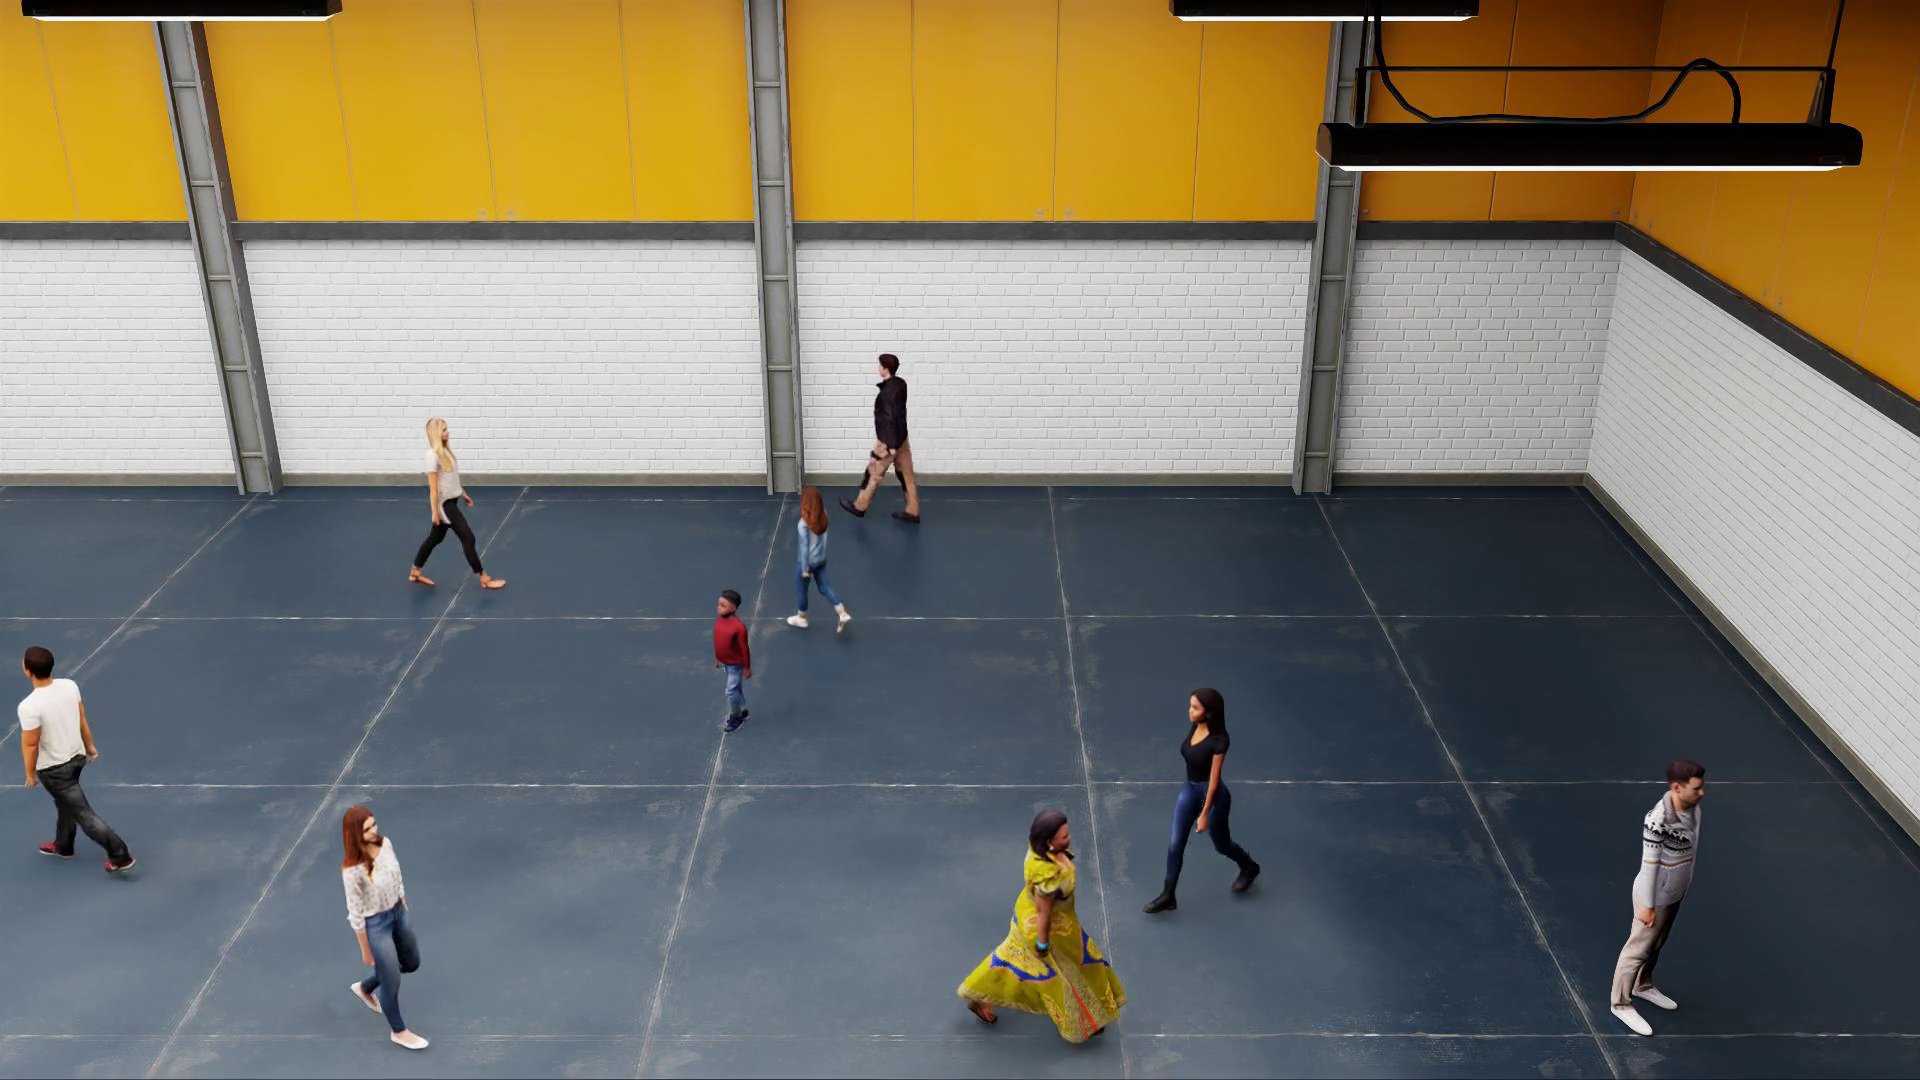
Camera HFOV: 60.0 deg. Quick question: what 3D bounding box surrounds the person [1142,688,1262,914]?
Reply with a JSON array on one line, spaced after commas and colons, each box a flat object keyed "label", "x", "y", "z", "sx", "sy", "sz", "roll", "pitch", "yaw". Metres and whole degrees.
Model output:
[{"label": "person", "x": 1.766, "y": 1.802, "z": 11.445, "sx": 1.206, "sy": 1.701, "sz": 0.925, "roll": -12, "pitch": 26, "yaw": -26}]

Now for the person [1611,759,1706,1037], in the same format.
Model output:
[{"label": "person", "x": 4.376, "y": 2.172, "z": 10.399, "sx": 0.813, "sy": 1.862, "sz": 0.756, "roll": 21, "pitch": 31, "yaw": 40}]

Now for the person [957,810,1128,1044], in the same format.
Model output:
[{"label": "person", "x": 0.434, "y": 2.374, "z": 10.234, "sx": 1.302, "sy": 1.623, "sz": 0.784, "roll": -2, "pitch": 24, "yaw": -3}]

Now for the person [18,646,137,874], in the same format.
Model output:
[{"label": "person", "x": -6.310, "y": 1.603, "z": 11.818, "sx": 1.195, "sy": 1.768, "sz": 0.844, "roll": 6, "pitch": 24, "yaw": 14}]

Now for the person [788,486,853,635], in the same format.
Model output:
[{"label": "person", "x": -1.302, "y": 0.201, "z": 15.411, "sx": 1.028, "sy": 1.458, "sz": 0.899, "roll": 16, "pitch": 28, "yaw": 32}]

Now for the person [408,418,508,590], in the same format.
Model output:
[{"label": "person", "x": -5.097, "y": -0.313, "z": 16.186, "sx": 1.215, "sy": 1.780, "sz": 0.696, "roll": -2, "pitch": 24, "yaw": -6}]

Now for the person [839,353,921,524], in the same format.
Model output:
[{"label": "person", "x": -0.648, "y": -1.049, "z": 17.734, "sx": 1.225, "sy": 1.888, "sz": 0.979, "roll": 9, "pitch": 25, "yaw": 20}]

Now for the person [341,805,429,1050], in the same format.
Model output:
[{"label": "person", "x": -3.600, "y": 2.347, "z": 10.177, "sx": 0.903, "sy": 1.718, "sz": 0.750, "roll": 8, "pitch": 25, "yaw": 19}]

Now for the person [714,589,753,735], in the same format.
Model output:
[{"label": "person", "x": -1.851, "y": 0.976, "z": 13.900, "sx": 0.700, "sy": 1.249, "sz": 0.640, "roll": -22, "pitch": 32, "yaw": -40}]
